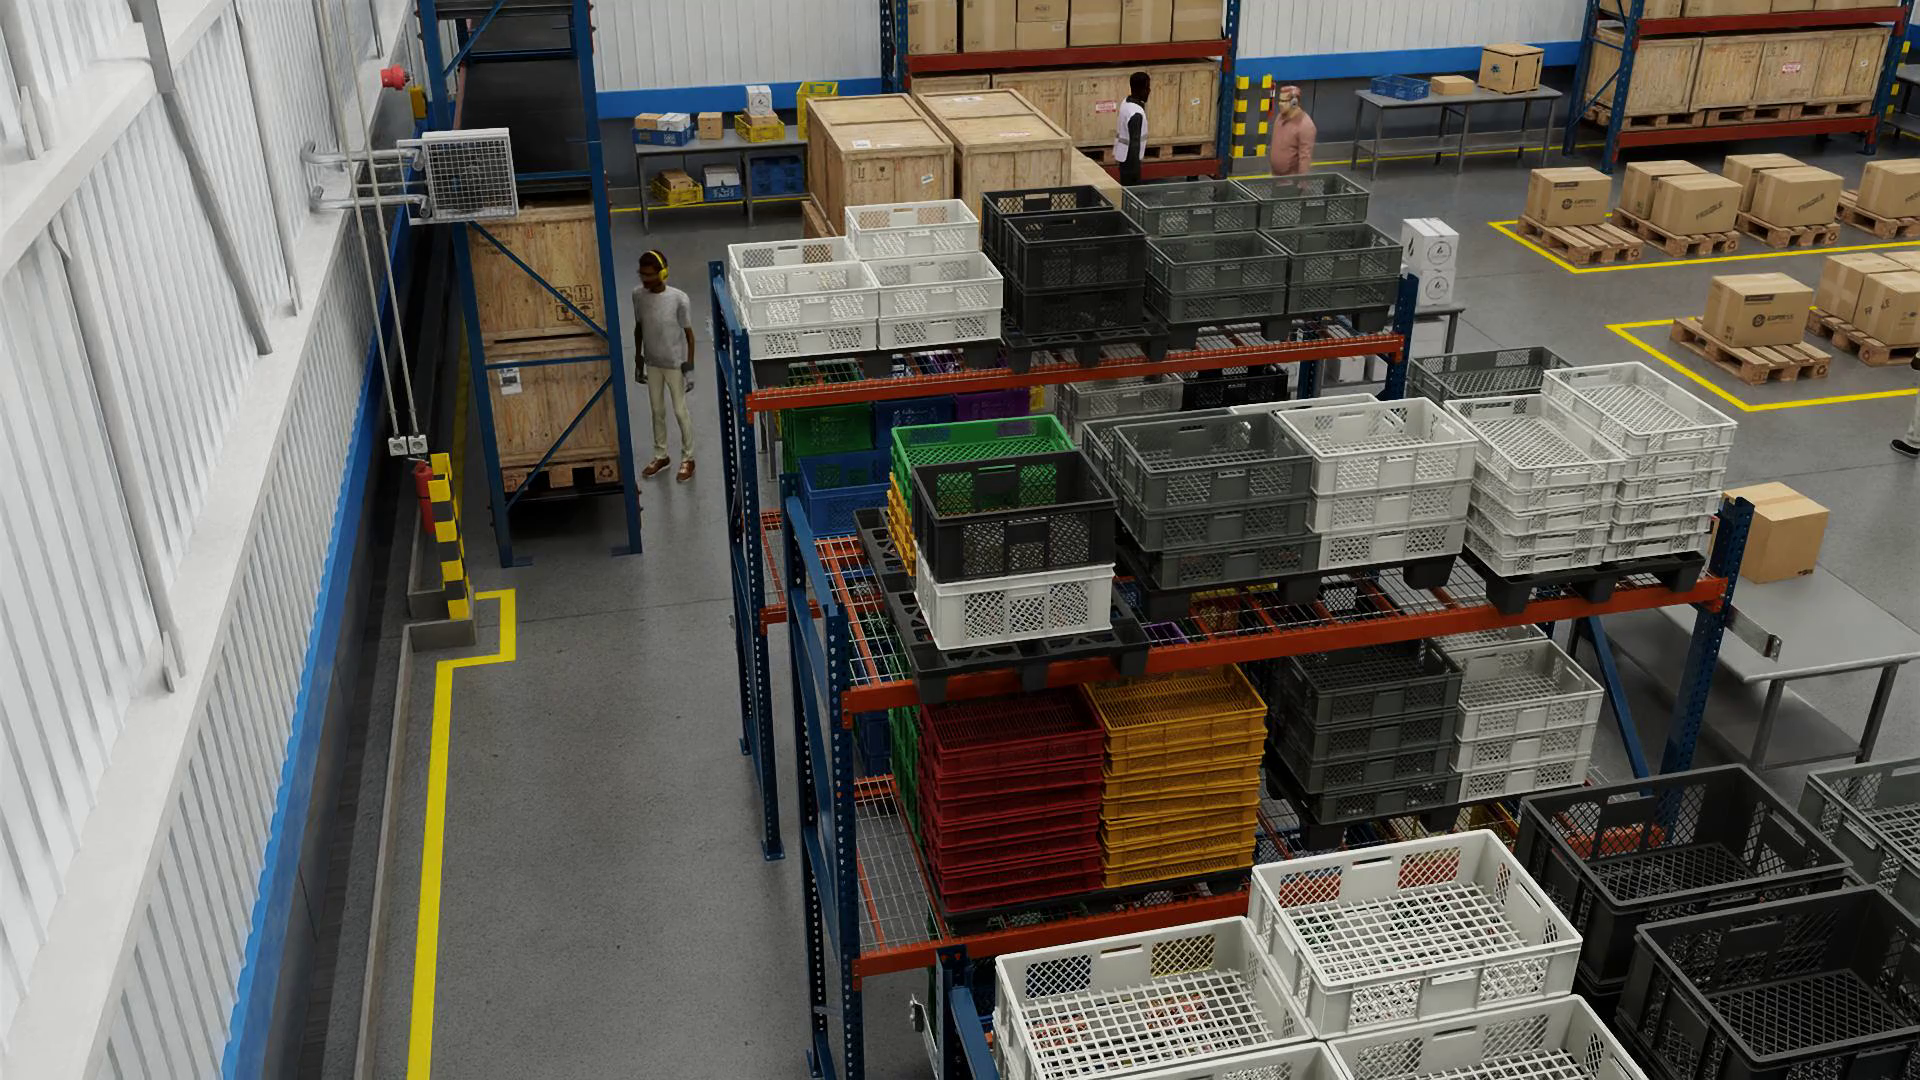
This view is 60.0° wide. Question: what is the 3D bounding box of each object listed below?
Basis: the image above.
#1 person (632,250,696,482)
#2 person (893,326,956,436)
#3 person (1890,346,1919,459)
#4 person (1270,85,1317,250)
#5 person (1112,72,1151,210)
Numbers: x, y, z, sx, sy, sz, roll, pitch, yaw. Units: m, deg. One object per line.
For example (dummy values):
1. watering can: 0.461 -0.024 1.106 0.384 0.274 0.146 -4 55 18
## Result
1. person: -2.288 -1.349 12.878 0.526 1.865 0.315 10 29 18
2. person: -0.272 -0.935 12.076 0.574 1.883 0.356 -23 35 -36
3. person: 7.892 -1.527 13.251 0.599 1.832 0.404 -4 28 -7
4. person: 3.454 -3.839 17.576 0.396 1.900 0.666 -10 30 -19
5. person: 1.866 -4.138 18.128 0.394 1.911 0.582 -2 28 -5
